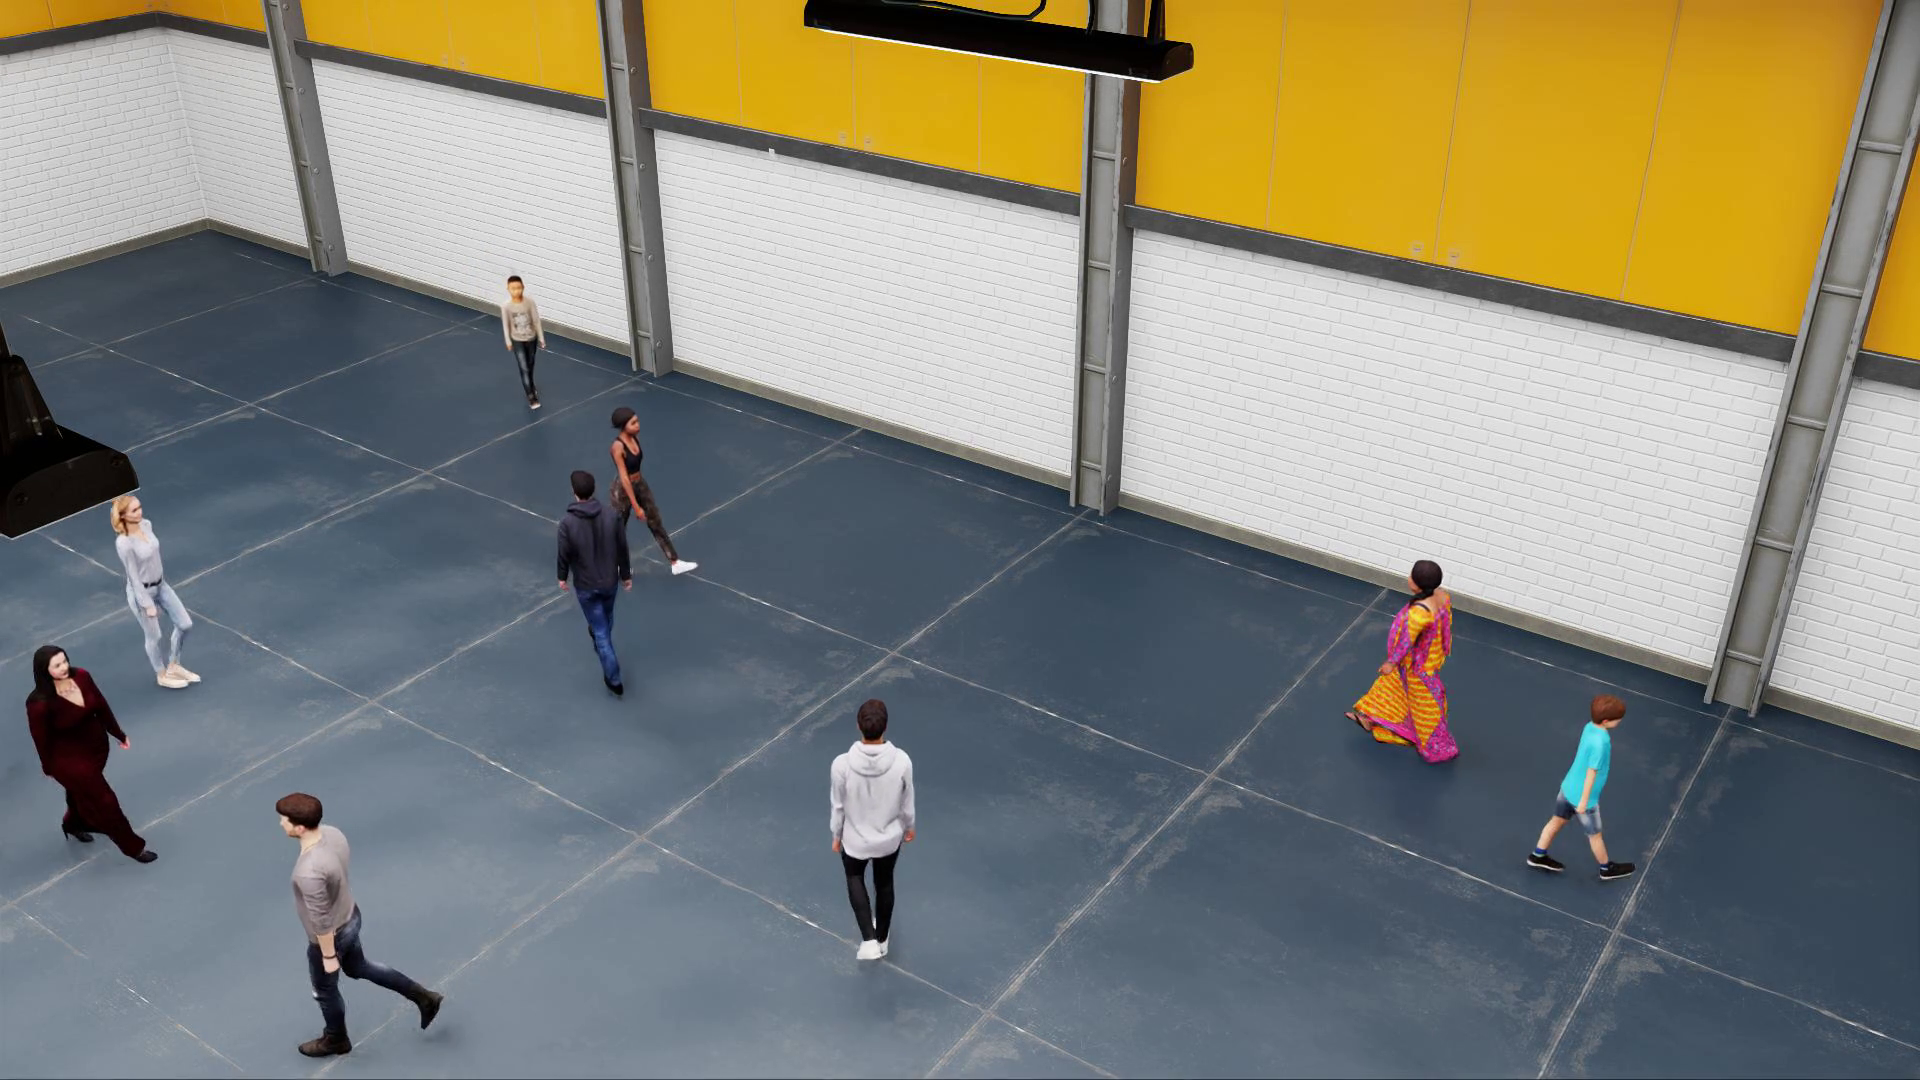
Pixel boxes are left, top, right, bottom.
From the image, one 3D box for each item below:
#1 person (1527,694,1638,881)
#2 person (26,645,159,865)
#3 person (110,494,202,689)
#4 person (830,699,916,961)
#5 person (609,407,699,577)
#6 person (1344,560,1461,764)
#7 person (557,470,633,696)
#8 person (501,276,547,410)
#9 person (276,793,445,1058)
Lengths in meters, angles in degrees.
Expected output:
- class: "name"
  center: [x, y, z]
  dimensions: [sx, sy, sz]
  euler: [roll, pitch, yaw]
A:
- class: "person"
  center: [4.134, 1.671, 11.253]
  dimensions: [0.992, 1.418, 0.797]
  euler: [5, 29, 9]
- class: "person"
  center: [-6.092, 1.459, 11.346]
  dimensions: [1.179, 1.701, 0.953]
  euler: [5, 29, 9]
- class: "person"
  center: [-6.495, 0.425, 13.157]
  dimensions: [0.758, 1.783, 0.717]
  euler: [4, 29, 8]
- class: "person"
  center: [-0.535, 1.884, 10.343]
  dimensions: [0.925, 1.915, 0.985]
  euler: [-5, 29, -9]
- class: "person"
  center: [-3.018, -0.392, 14.784]
  dimensions: [1.154, 1.658, 0.775]
  euler: [10, 30, 18]
- class: "person"
  center: [3.466, 0.905, 12.394]
  dimensions: [1.174, 1.671, 0.697]
  euler: [16, 32, 27]
- class: "person"
  center: [-2.850, 0.388, 13.162]
  dimensions: [1.016, 1.842, 1.253]
  euler: [-15, 32, -26]
- class: "person"
  center: [-4.828, -2.229, 18.391]
  dimensions: [0.798, 1.429, 1.062]
  euler: [-16, 33, -27]
- class: "person"
  center: [-3.552, 2.259, 9.690]
  dimensions: [1.221, 1.883, 1.106]
  euler: [-2, 29, -3]
